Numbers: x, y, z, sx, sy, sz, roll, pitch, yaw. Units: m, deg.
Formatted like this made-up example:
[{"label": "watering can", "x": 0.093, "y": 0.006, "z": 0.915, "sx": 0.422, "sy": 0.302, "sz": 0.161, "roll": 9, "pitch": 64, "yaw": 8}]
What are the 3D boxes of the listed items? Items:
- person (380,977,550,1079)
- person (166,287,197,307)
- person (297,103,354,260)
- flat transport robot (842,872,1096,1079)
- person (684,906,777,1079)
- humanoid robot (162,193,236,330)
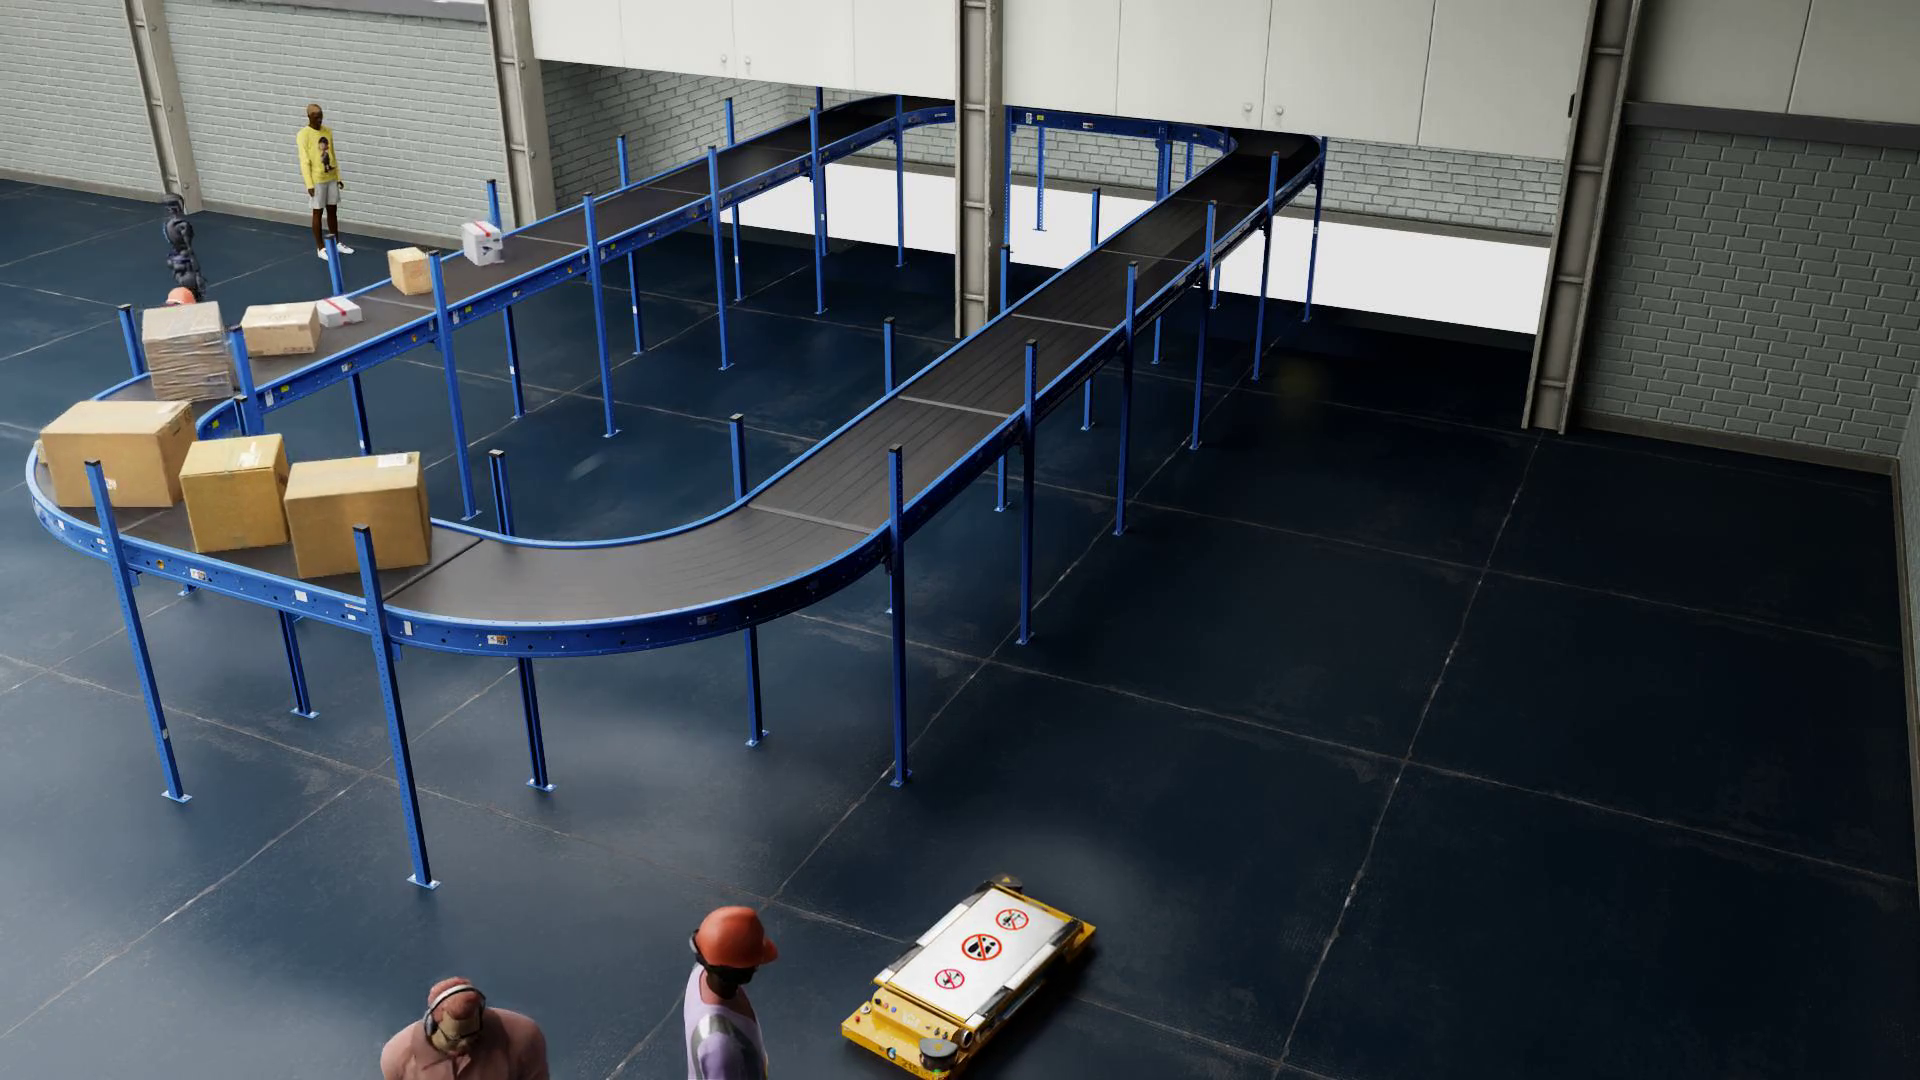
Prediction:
[{"label": "person", "x": -1.910, "y": 2.503, "z": 6.658, "sx": 0.637, "sy": 1.850, "sz": 0.954, "roll": -8, "pitch": 27, "yaw": -15}, {"label": "person", "x": -6.705, "y": -1.339, "z": 14.551, "sx": 0.378, "sy": 1.713, "sz": 0.620, "roll": -16, "pitch": 30, "yaw": -29}, {"label": "person", "x": -7.898, "y": -4.449, "z": 20.609, "sx": 0.381, "sy": 1.900, "sz": 0.544, "roll": 13, "pitch": 29, "yaw": 25}, {"label": "flat transport robot", "x": 0.074, "y": 2.300, "z": 8.843, "sx": 0.659, "sy": 0.231, "sz": 1.431, "roll": 18, "pitch": 32, "yaw": 32}, {"label": "person", "x": -0.905, "y": 2.337, "z": 6.782, "sx": 0.396, "sy": 2.038, "sz": 0.605, "roll": -6, "pitch": 27, "yaw": -11}, {"label": "humanoid robot", "x": -8.237, "y": -2.896, "z": 17.764, "sx": 0.768, "sy": 1.626, "sz": 0.601, "roll": -21, "pitch": 33, "yaw": -36}]
